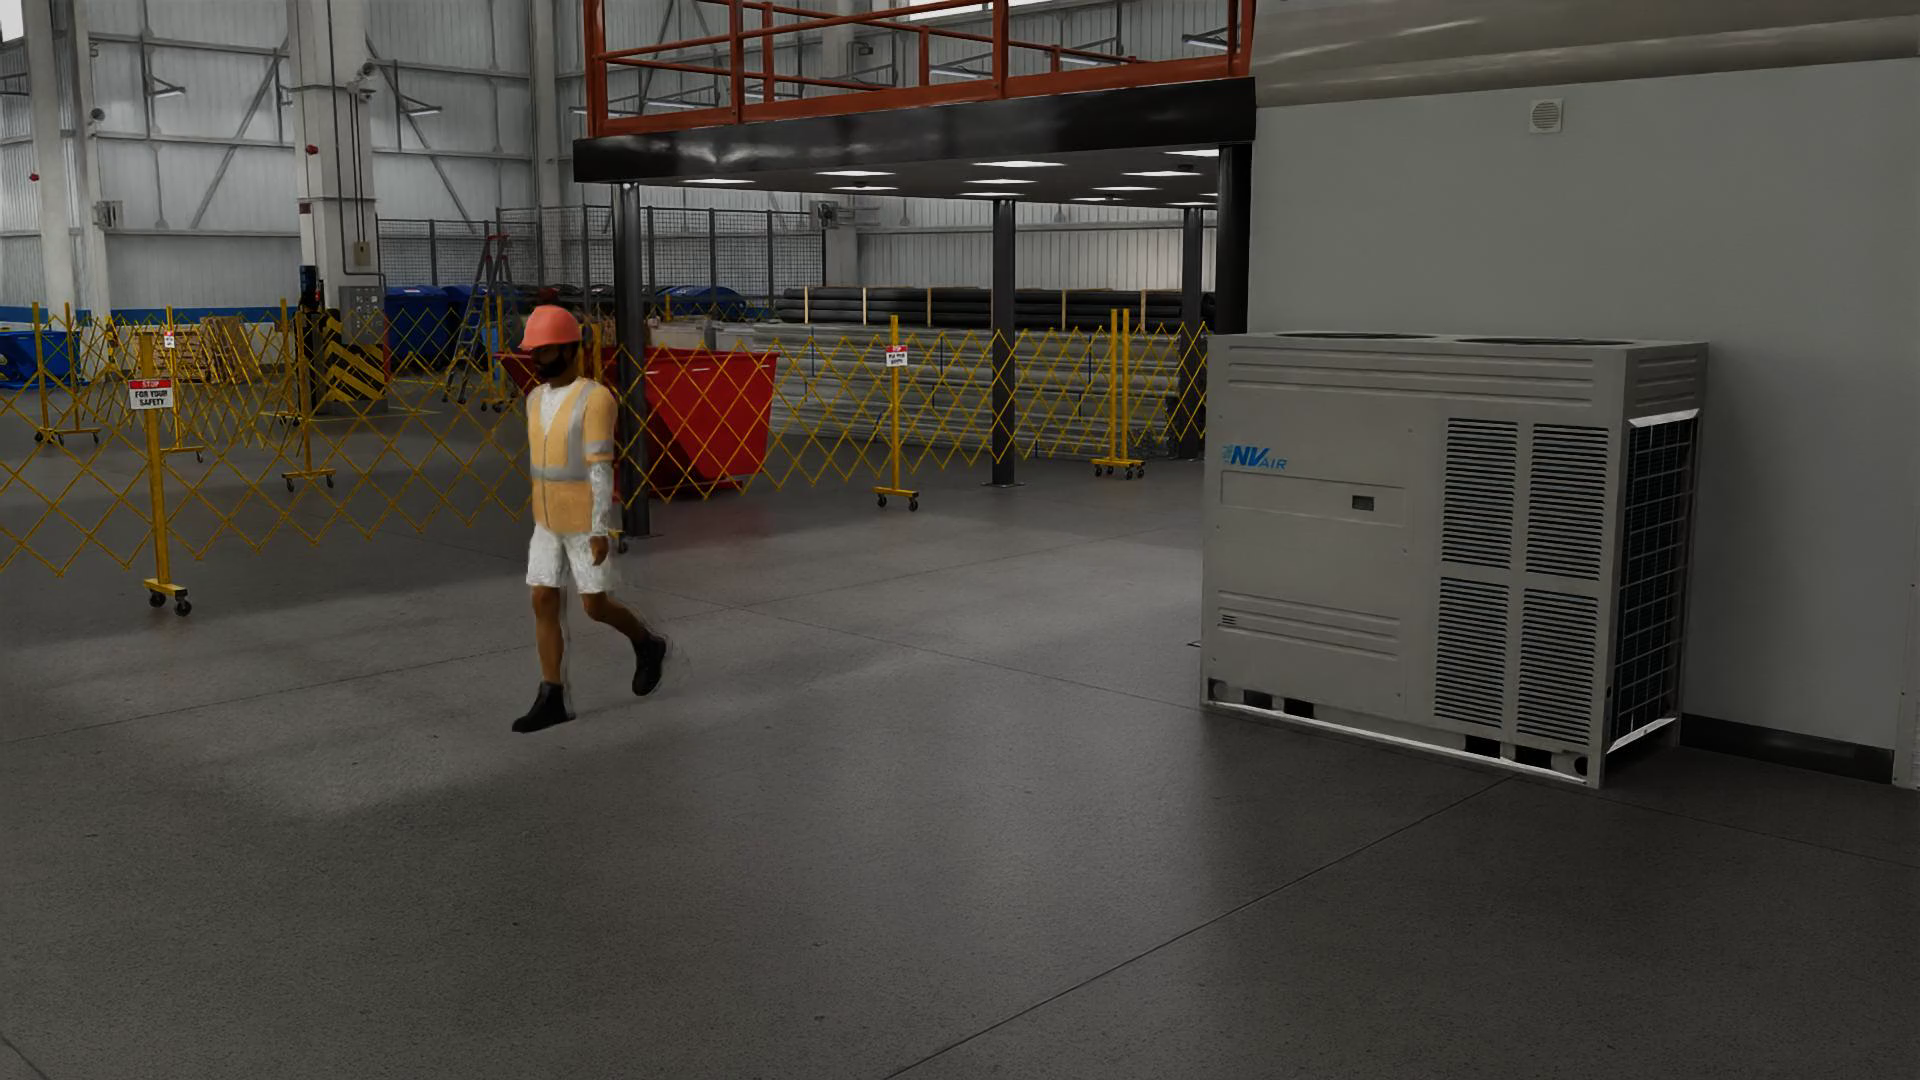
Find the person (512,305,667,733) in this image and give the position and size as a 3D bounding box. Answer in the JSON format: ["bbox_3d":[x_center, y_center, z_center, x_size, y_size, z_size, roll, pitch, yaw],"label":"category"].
[{"bbox_3d":[-1.719,-0.116,7.611,0.542,1.920,0.782,6,11,33],"label":"person"}]

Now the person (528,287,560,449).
[{"bbox_3d":[-4.424,-1.777,17.926,0.416,1.867,0.620,2,10,13],"label":"person"}]
